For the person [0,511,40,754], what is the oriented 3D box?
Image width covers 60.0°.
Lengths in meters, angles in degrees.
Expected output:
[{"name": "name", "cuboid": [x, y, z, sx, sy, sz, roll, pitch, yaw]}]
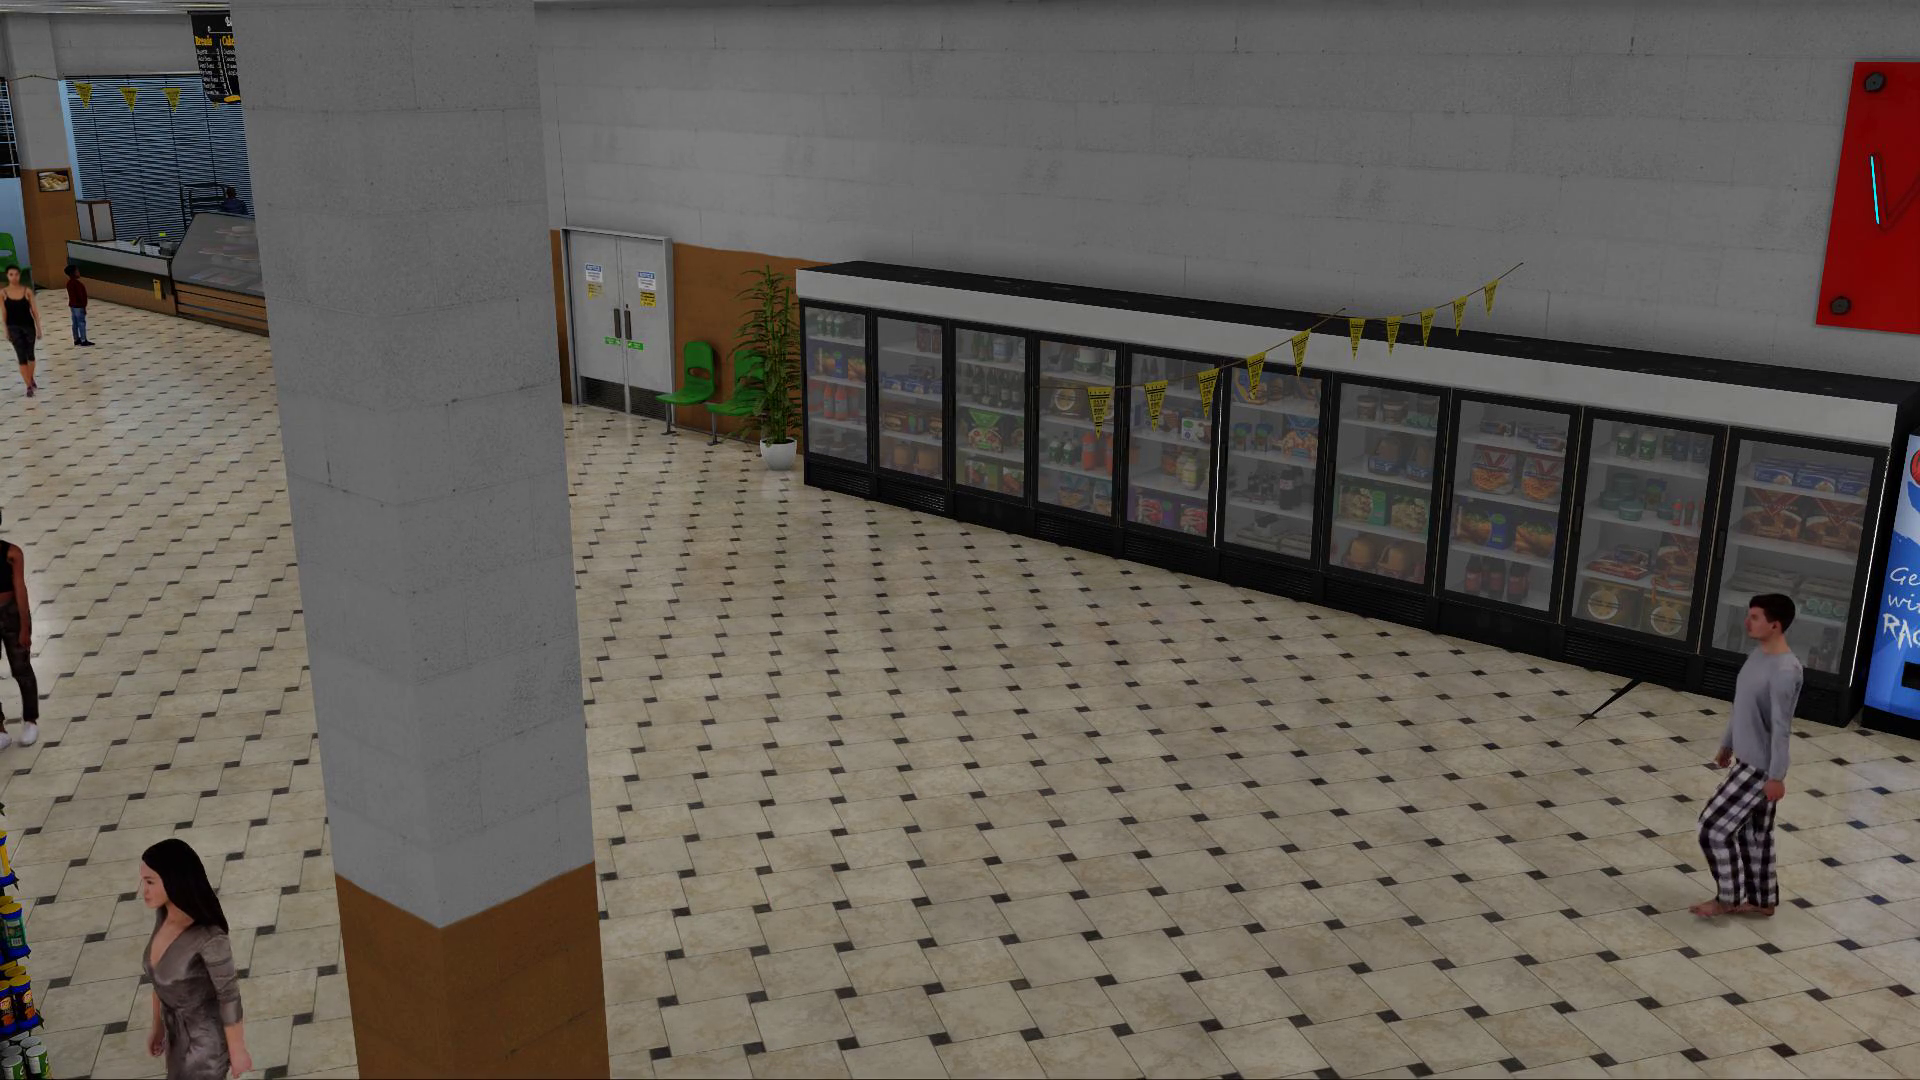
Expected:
[{"name": "person", "cuboid": [-6.378, 0.553, 11.133, 0.749, 1.689, 0.808, -3, 17, -9]}]

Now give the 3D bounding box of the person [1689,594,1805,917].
[{"name": "person", "cuboid": [4.326, 1.177, 8.826, 0.888, 1.835, 0.823, 3, 17, 11]}]

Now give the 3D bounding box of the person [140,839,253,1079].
[{"name": "person", "cuboid": [-2.894, 1.939, 6.489, 0.604, 1.736, 0.672, 14, 22, 40]}]

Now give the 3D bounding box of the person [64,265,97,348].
[{"name": "person", "cuboid": [-13.568, -3.599, 25.555, 0.496, 1.255, 0.487, 12, 21, 35]}]

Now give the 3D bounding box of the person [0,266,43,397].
[{"name": "person", "cuboid": [-12.467, -2.775, 22.120, 1.158, 1.673, 0.902, -10, 20, -30]}]

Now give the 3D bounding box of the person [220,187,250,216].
[{"name": "person", "cuboid": [-14.064, -5.947, 32.308, 0.669, 1.823, 0.817, -9, 19, -28]}]
